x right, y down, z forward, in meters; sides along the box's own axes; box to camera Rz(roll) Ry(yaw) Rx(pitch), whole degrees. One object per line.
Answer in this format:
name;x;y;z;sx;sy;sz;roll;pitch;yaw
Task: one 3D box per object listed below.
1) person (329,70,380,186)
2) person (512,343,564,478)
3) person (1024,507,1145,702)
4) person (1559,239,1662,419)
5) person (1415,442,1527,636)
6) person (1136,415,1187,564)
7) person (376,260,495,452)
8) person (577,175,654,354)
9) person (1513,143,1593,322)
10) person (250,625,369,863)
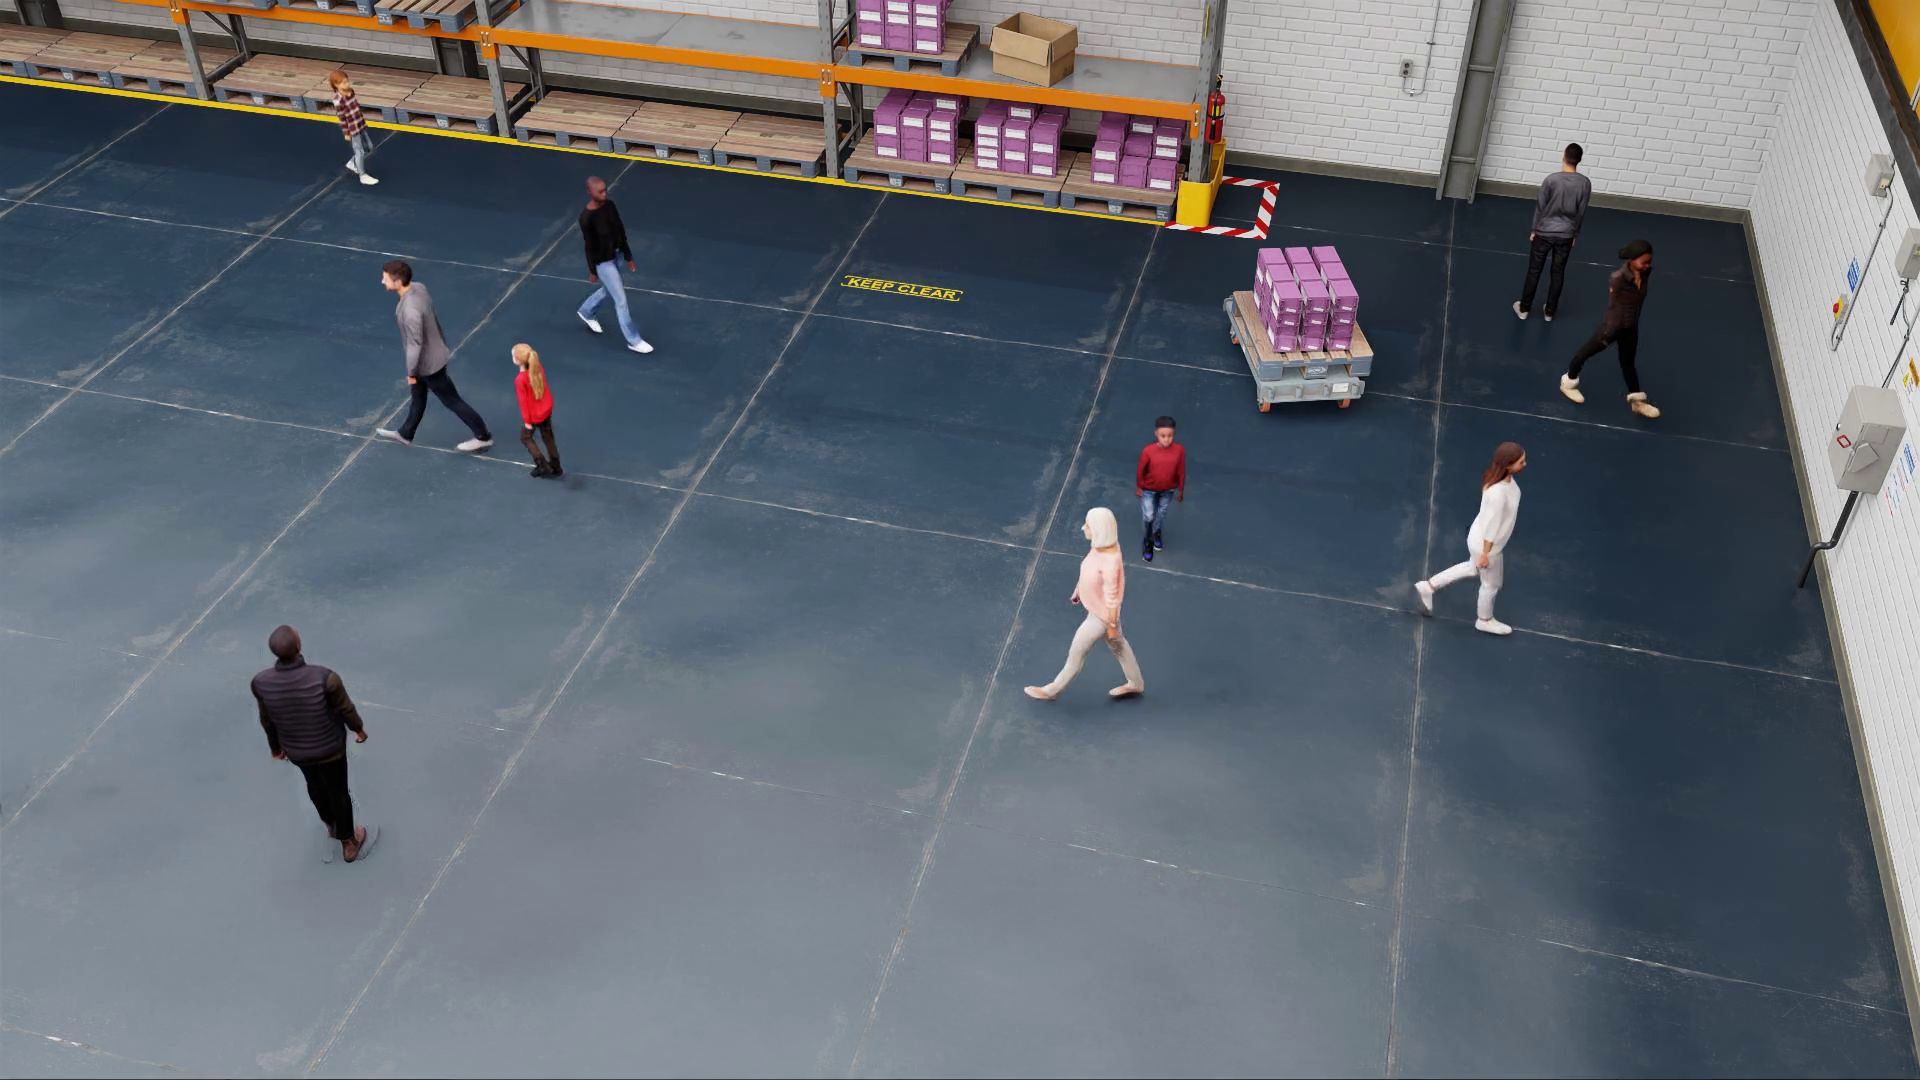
person;-6.622;-4.472;17.995;0.606;1.293;0.535;8;39;10
person;-3.453;-1.045;13.717;0.544;1.275;0.537;18;42;21
person;1.068;0.481;11.484;1.177;1.679;0.846;-2;39;-3
person;5.760;-1.748;14.319;1.043;1.622;1.115;-31;48;-33
person;3.778;-0.023;12.123;0.976;1.667;0.619;11;40;13
person;1.547;-0.471;13.022;0.609;1.246;0.673;-4;39;-5
person;-4.331;-1.490;13.846;1.309;1.809;1.061;-8;39;-9
person;-3.289;-2.567;15.267;1.165;1.720;0.739;17;42;20
person;5.593;-2.884;15.632;0.487;1.759;0.690;5;39;7
person;-4.028;1.302;10.336;0.781;1.829;0.882;-2;39;-3
